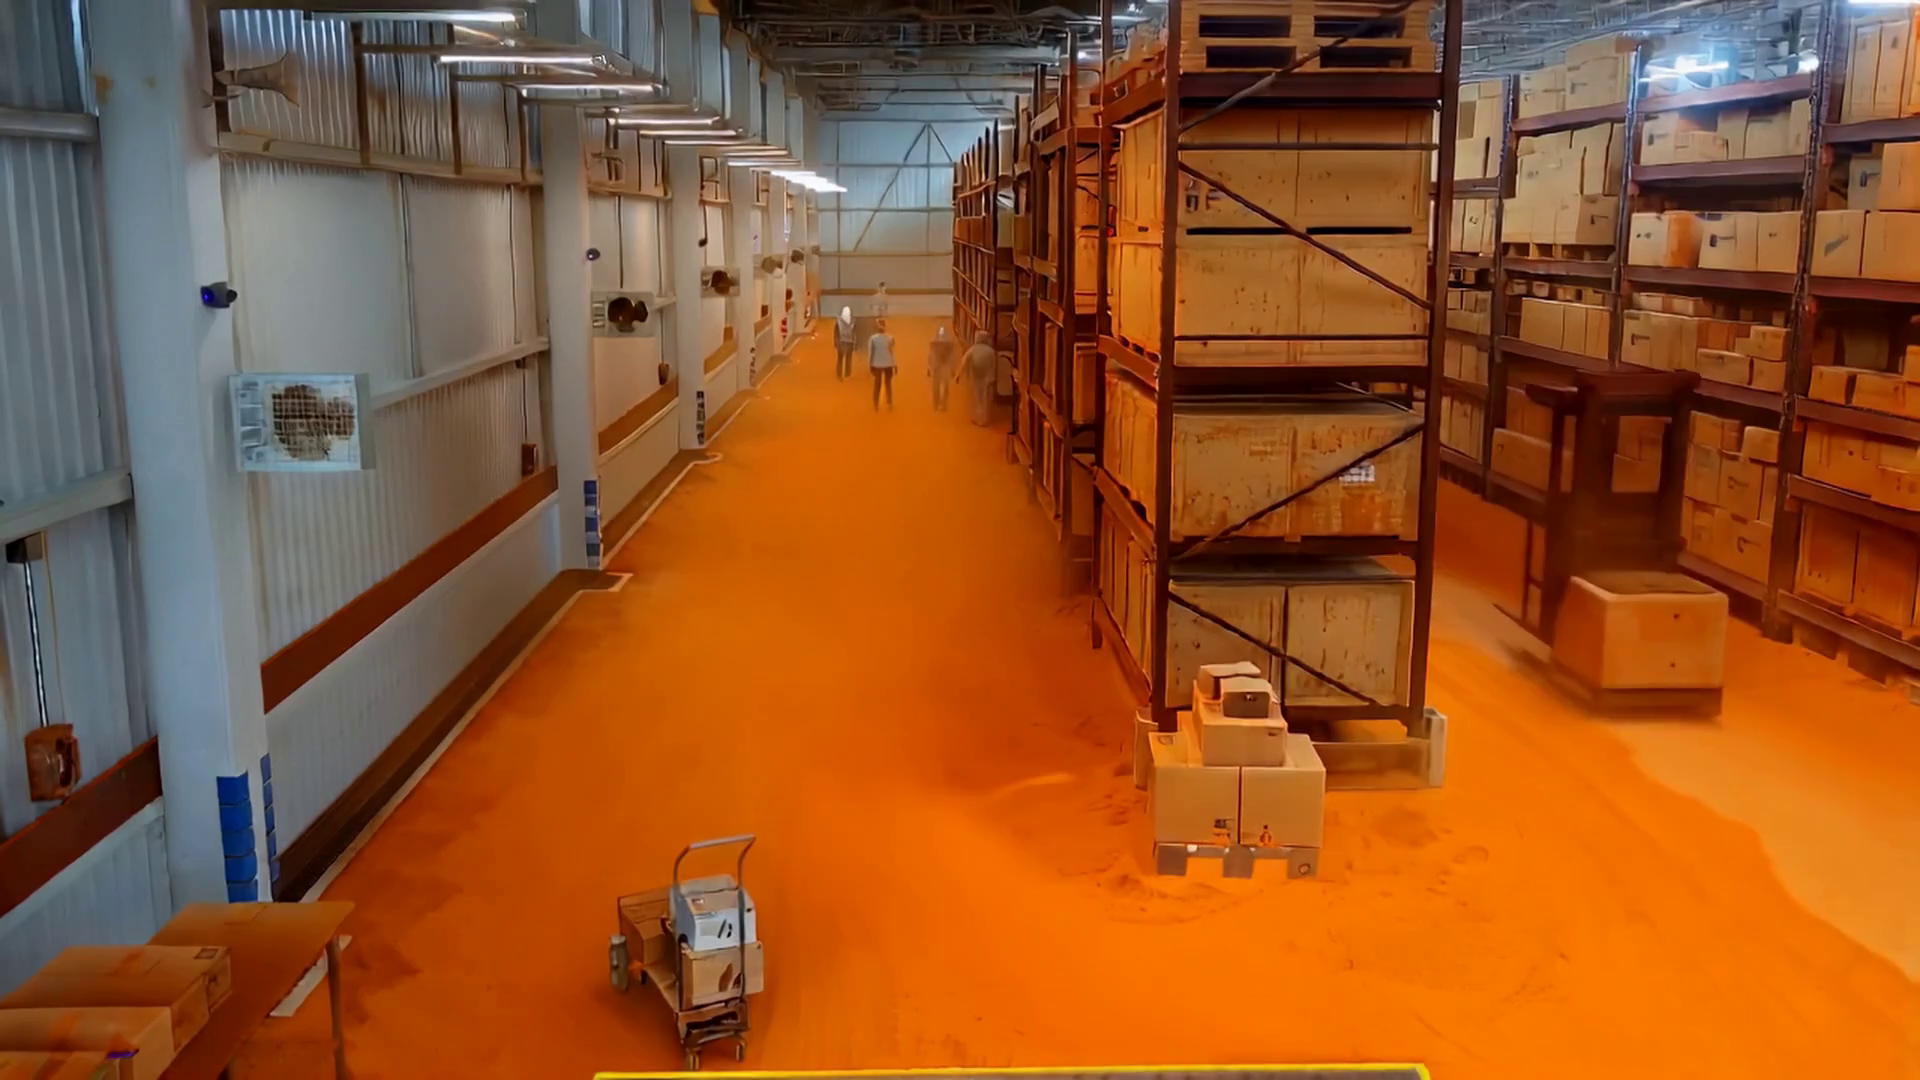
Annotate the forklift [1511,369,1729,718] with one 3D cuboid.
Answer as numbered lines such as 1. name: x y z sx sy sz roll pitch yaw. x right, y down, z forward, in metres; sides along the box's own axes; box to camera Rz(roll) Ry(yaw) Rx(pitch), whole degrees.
1. forklift: 5.662 -0.057 14.145 1.129 2.768 1.873 0 11 -2

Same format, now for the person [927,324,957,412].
1. person: -0.391 -3.735 35.919 0.654 1.879 0.886 -1 11 -6

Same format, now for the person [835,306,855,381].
1. person: -2.940 -5.020 42.514 0.590 1.911 0.399 -9 14 -39

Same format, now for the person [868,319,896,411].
1. person: -1.665 -3.756 35.736 0.617 1.986 0.409 -4 11 -18

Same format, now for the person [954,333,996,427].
1. person: 0.359 -3.199 33.233 0.770 1.845 0.983 -7 13 -33

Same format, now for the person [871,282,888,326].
1. person: -3.101 -9.145 64.437 0.664 1.729 0.345 2 11 10
